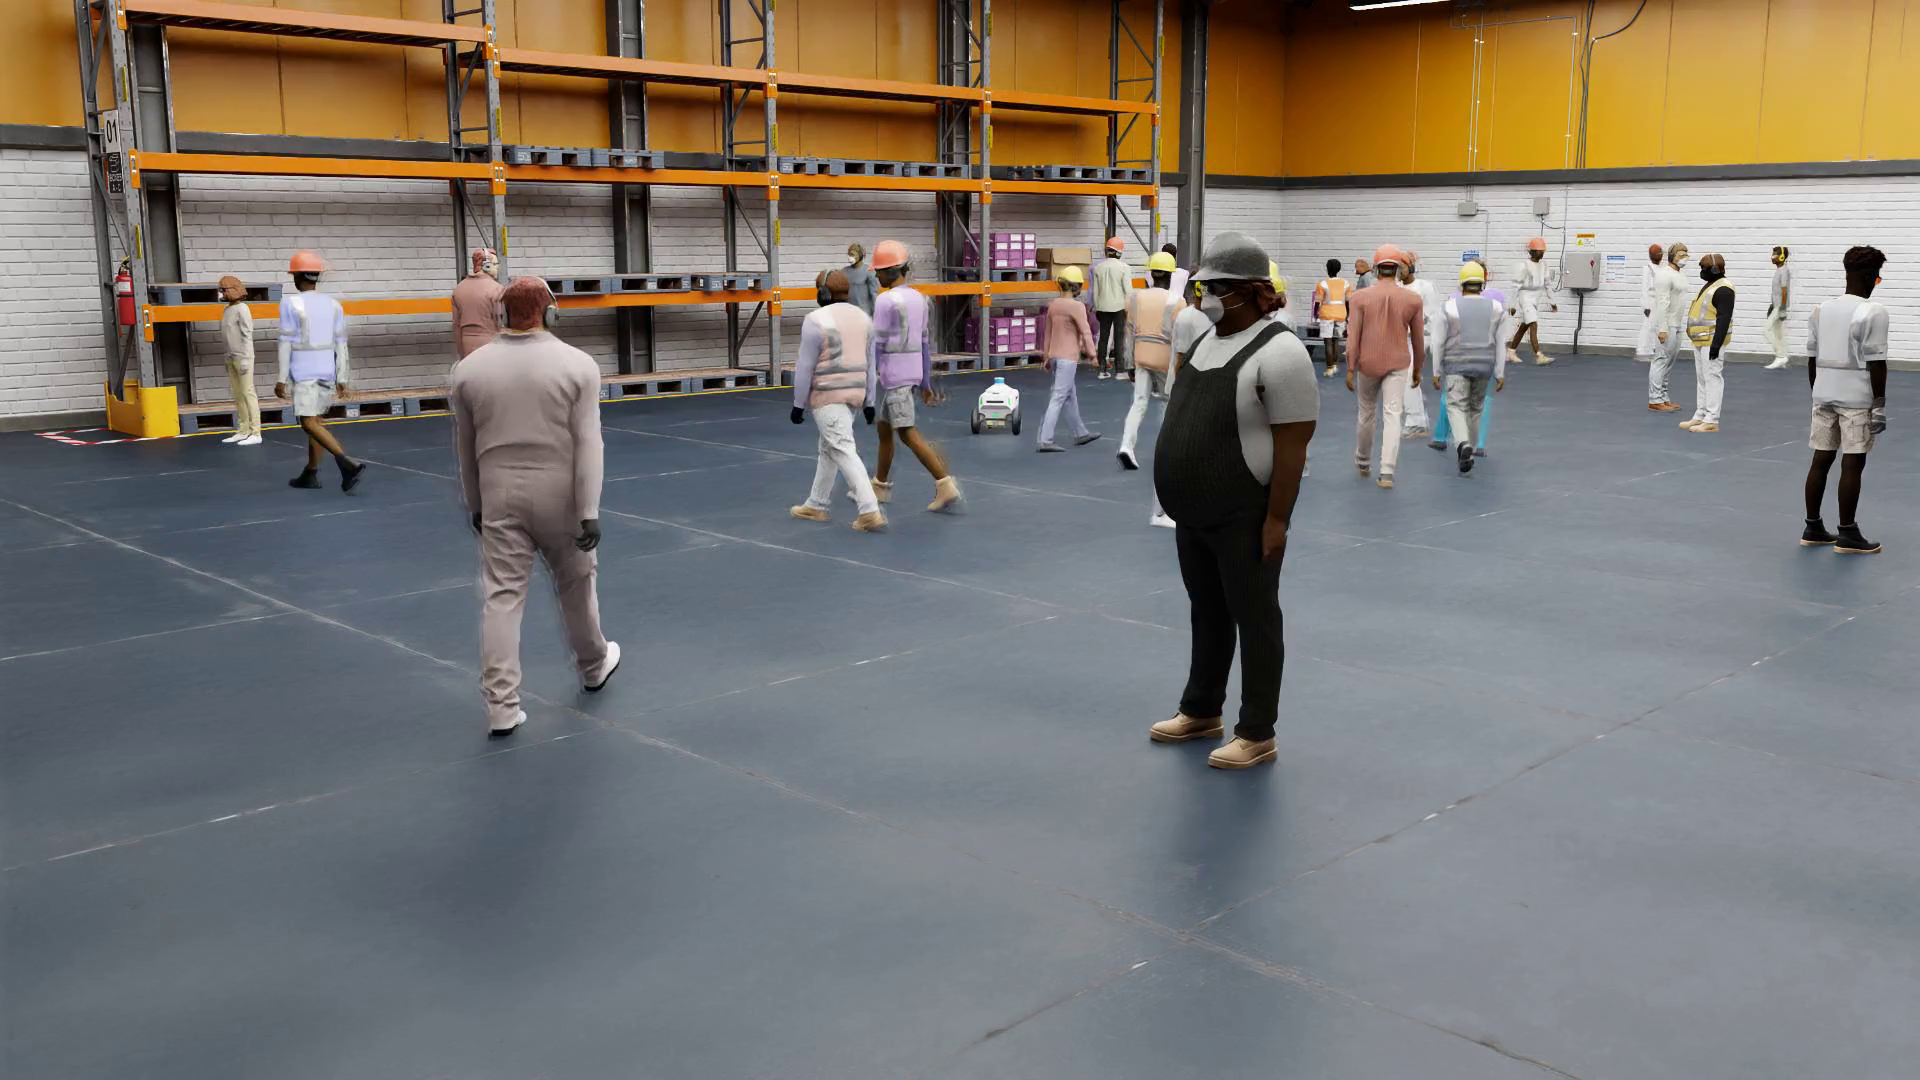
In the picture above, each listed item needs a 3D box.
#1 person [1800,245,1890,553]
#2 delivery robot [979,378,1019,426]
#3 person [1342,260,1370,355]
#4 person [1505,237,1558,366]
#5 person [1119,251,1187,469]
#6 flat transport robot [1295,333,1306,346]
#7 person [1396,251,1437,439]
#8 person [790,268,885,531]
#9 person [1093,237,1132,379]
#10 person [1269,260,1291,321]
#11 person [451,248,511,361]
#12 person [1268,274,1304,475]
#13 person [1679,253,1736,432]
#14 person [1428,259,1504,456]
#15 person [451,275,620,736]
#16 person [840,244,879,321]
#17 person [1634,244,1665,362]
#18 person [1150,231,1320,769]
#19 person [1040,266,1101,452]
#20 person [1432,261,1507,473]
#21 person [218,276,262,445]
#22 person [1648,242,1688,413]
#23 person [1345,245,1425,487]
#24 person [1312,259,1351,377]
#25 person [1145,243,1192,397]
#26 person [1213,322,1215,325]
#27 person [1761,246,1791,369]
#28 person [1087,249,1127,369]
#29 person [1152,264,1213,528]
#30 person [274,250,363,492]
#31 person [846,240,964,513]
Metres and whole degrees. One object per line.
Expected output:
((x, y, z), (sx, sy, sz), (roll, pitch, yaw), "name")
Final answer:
((5.691, -0.899, 10.660), (0.368, 1.963, 0.603), (-3, 11, -17), "person")
((0.403, -1.426, 17.121), (0.477, 0.478, 0.707), (2, 10, 8), "delivery robot")
((6.669, -3.892, 27.931), (0.649, 1.605, 0.513), (1, 10, 8), "person")
((8.940, -3.722, 26.023), (0.618, 1.991, 1.047), (-7, 12, -33), "person")
((1.673, -1.561, 14.484), (0.600, 1.892, 0.927), (7, 12, 33), "person")
((5.717, -3.648, 30.264), (1.431, 0.197, 0.652), (-2, 11, -10), "flat transport robot")
((4.462, -1.944, 16.633), (0.669, 1.857, 0.595), (-5, 11, -24), "person")
((-0.845, -0.970, 11.513), (0.951, 1.806, 0.627), (7, 13, 35), "person")
((2.165, -3.263, 23.462), (0.613, 1.994, 0.381), (7, 13, 34), "person")
((3.323, -2.152, 18.038), (0.540, 1.755, 0.460), (6, 12, 29), "person")
((-4.320, -1.709, 15.238), (0.651, 1.904, 0.402), (6, 12, 30), "person")
((2.508, -1.345, 13.784), (0.864, 1.692, 0.503), (-2, 11, -8), "person")
((7.723, -2.029, 17.170), (0.429, 1.838, 0.621), (2, 11, 8), "person")
((4.749, -1.703, 15.491), (0.556, 1.801, 0.865), (-2, 11, -8), "person")
((-1.778, -0.172, 7.008), (0.653, 1.850, 1.000), (1, 10, 3), "person")
((-1.459, -2.986, 22.214), (0.641, 1.900, 0.939), (10, 14, 43), "person")
((11.146, -3.807, 26.791), (0.628, 1.871, 0.382), (-9, 14, -42), "person")
((1.004, -0.152, 6.374), (0.536, 2.000, 0.673), (-5, 11, -25), "person")
((1.075, -1.696, 15.662), (0.875, 1.728, 0.546), (-6, 12, -29), "person")
((4.361, -1.470, 14.226), (0.603, 1.810, 0.789), (1, 10, 3), "person")
((-7.002, -1.734, 16.122), (0.523, 1.631, 0.284), (10, 14, 43), "person")
((8.145, -2.432, 19.087), (0.356, 1.936, 0.638), (8, 13, 38), "person")
((3.482, -1.438, 13.653), (0.653, 1.935, 1.038), (1, 10, 7), "person")
((5.295, -3.183, 23.856), (0.552, 1.677, 0.565), (-2, 11, -13), "person")
((2.607, -2.744, 20.835), (0.594, 1.921, 0.388), (2, 11, 10), "person")
((3.669, -3.145, 23.918), (0.535, 1.588, 0.835), (1, 10, 7), "person")
((12.376, -3.508, 25.162), (0.430, 1.859, 0.503), (5, 11, 25), "person")
((2.255, -3.525, 25.099), (0.645, 1.917, 0.506), (8, 13, 39), "person")
((1.568, -0.976, 11.451), (0.502, 1.836, 0.526), (7, 13, 35), "person")
((-5.041, -1.317, 13.088), (0.859, 1.915, 0.545), (5, 12, 28), "person")
((-0.400, -1.192, 12.196), (1.002, 2.001, 0.598), (4, 11, 20), "person")
